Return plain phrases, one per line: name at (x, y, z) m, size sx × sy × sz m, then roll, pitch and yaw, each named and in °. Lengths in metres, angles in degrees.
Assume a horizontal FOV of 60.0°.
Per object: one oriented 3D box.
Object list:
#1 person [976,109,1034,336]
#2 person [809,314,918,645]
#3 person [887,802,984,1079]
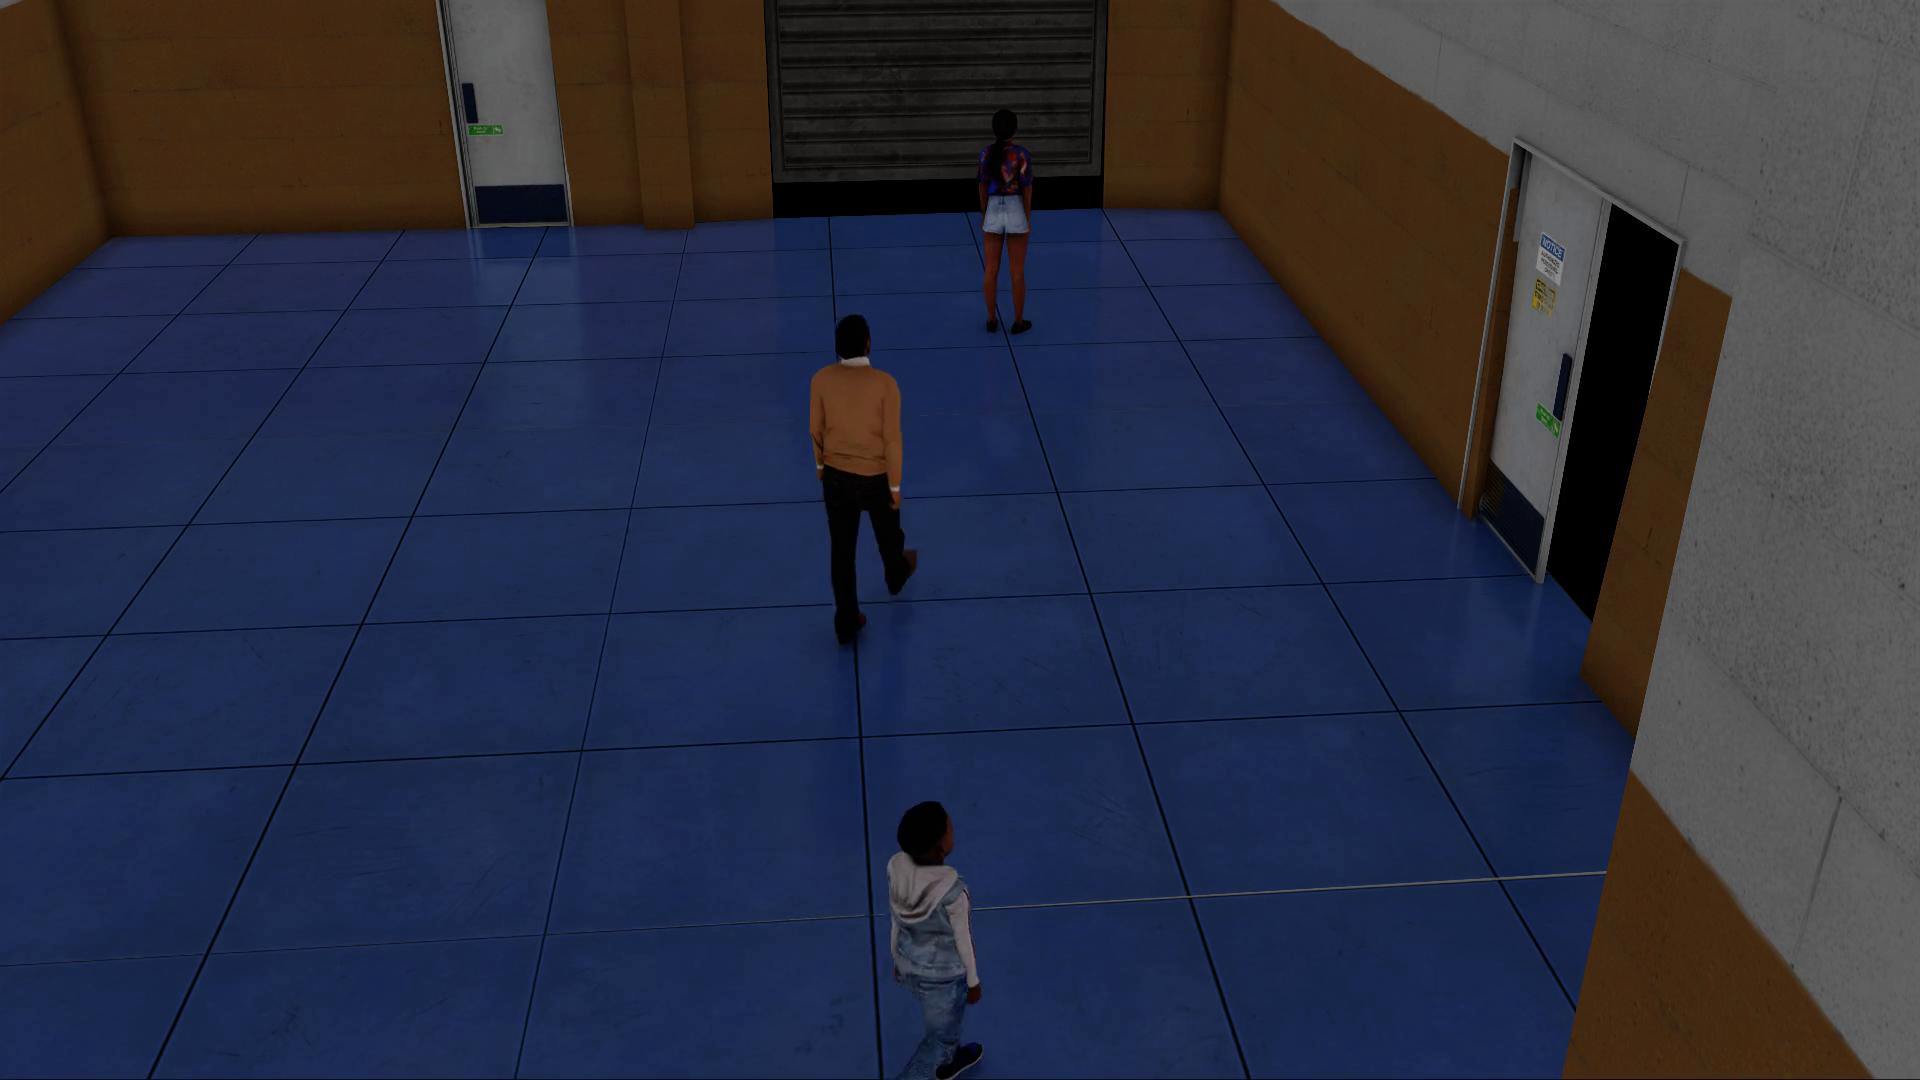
person at (0.349, -2.455, 12.840) m, size 0.577 × 1.741 × 0.715 m, roll 8°, pitch 28°, yaw 15°
person at (-0.544, -0.270, 8.546) m, size 1.115 × 1.721 × 0.973 m, roll 7°, pitch 28°, yaw 13°
person at (-0.125, 1.462, 5.661) m, size 0.770 × 1.248 × 0.869 m, roll 24°, pitch 35°, yaw 39°
